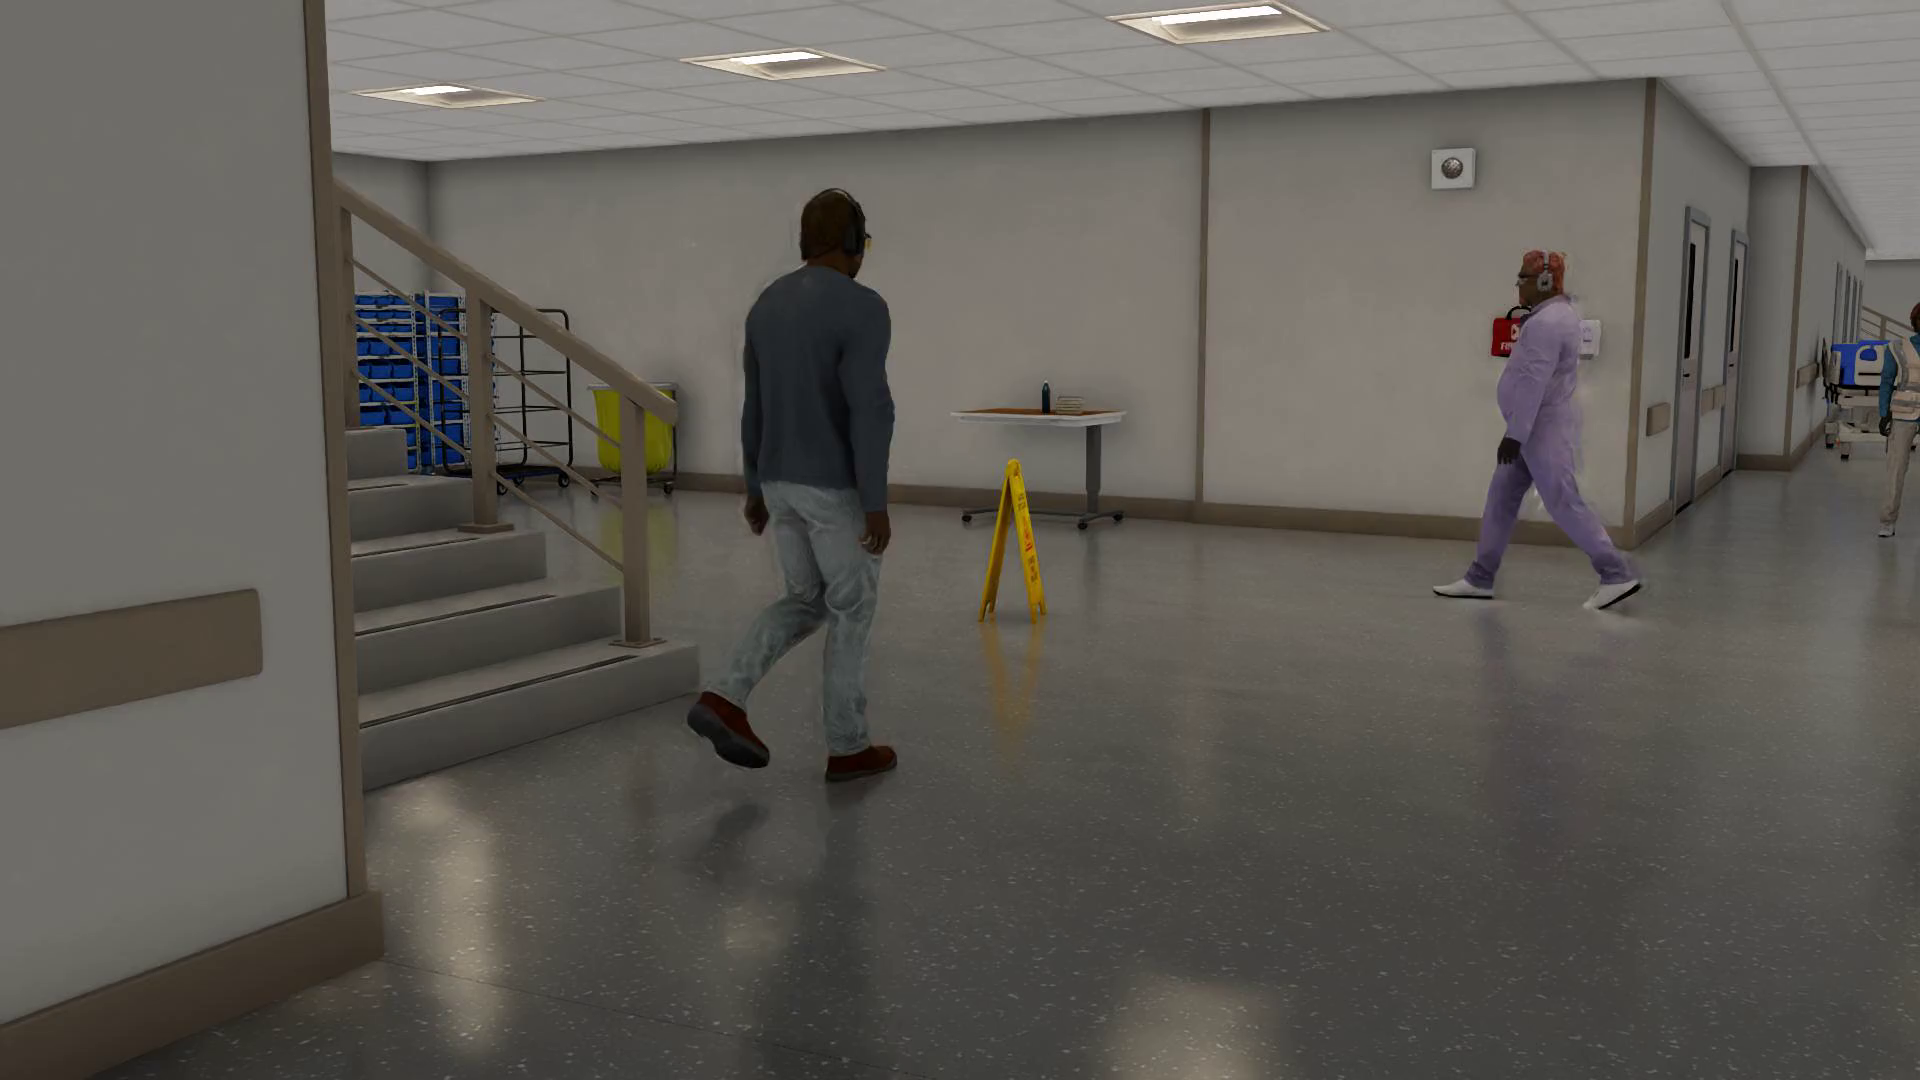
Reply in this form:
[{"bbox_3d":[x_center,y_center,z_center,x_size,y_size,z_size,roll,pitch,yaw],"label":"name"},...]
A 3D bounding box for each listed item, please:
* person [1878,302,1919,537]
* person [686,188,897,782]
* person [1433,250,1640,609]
[{"bbox_3d":[6.590,-0.823,11.421,0.514,1.641,0.309,3,8,24],"label":"person"},{"bbox_3d":[-0.517,-0.157,5.267,0.630,1.911,0.658,-7,10,-42],"label":"person"},{"bbox_3d":[3.057,-0.574,8.667,0.998,1.866,0.638,2,8,17],"label":"person"}]
